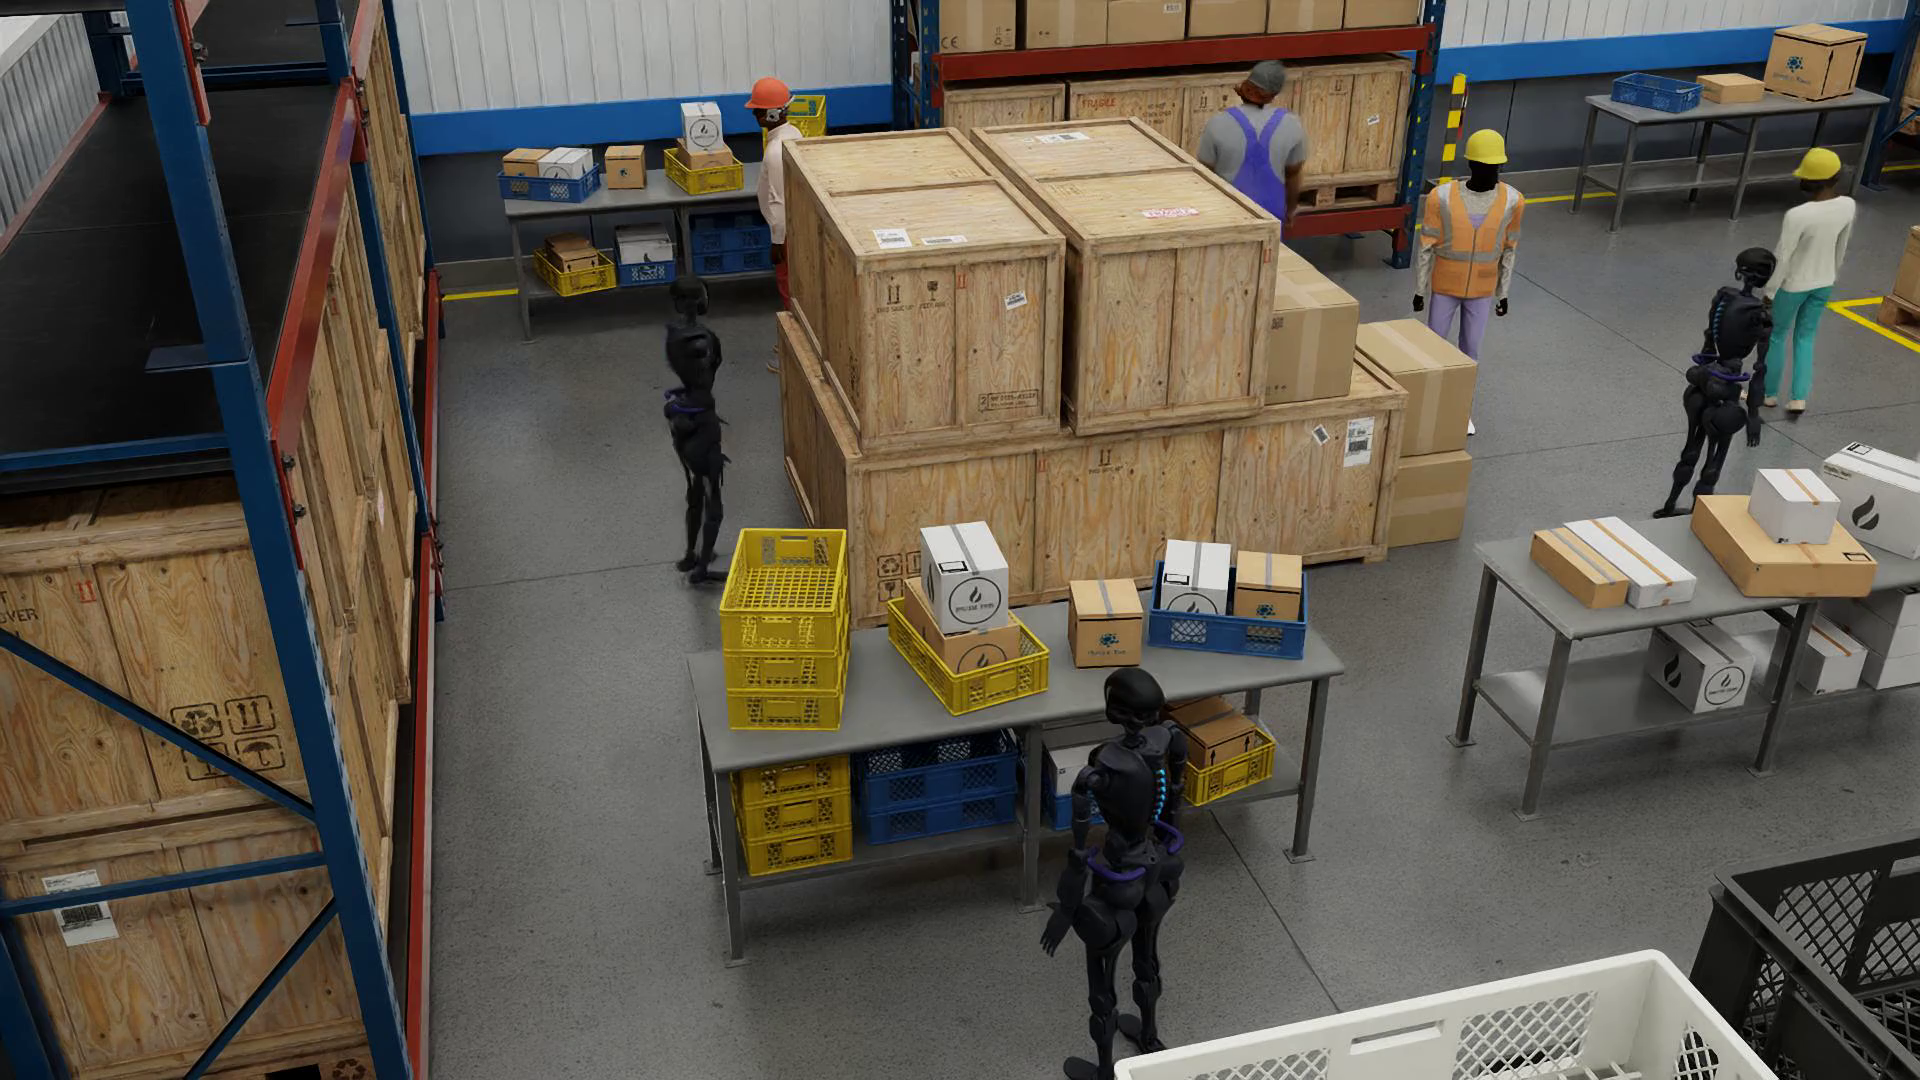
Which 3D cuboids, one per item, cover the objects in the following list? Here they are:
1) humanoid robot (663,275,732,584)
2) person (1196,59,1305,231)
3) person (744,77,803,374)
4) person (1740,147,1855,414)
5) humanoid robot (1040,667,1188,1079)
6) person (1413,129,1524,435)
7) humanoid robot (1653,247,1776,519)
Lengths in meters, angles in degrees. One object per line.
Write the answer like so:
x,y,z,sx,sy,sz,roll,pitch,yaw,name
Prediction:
-1.367,-0.589,8.746,0.418,1.639,0.621,-12,31,-20,humanoid robot
1.945,-2.325,11.502,0.807,2.000,0.595,-4,29,-7,person
-1.192,-2.103,11.161,0.412,1.985,0.609,2,29,3,person
5.341,-1.618,10.519,0.582,1.757,0.445,-8,30,-14,person
0.542,1.141,5.571,0.609,1.657,0.310,-25,37,-37,humanoid robot
3.101,-1.573,10.248,0.593,1.929,0.349,3,29,5,person
4.177,-0.799,9.104,0.333,1.651,0.571,-4,29,-7,humanoid robot
